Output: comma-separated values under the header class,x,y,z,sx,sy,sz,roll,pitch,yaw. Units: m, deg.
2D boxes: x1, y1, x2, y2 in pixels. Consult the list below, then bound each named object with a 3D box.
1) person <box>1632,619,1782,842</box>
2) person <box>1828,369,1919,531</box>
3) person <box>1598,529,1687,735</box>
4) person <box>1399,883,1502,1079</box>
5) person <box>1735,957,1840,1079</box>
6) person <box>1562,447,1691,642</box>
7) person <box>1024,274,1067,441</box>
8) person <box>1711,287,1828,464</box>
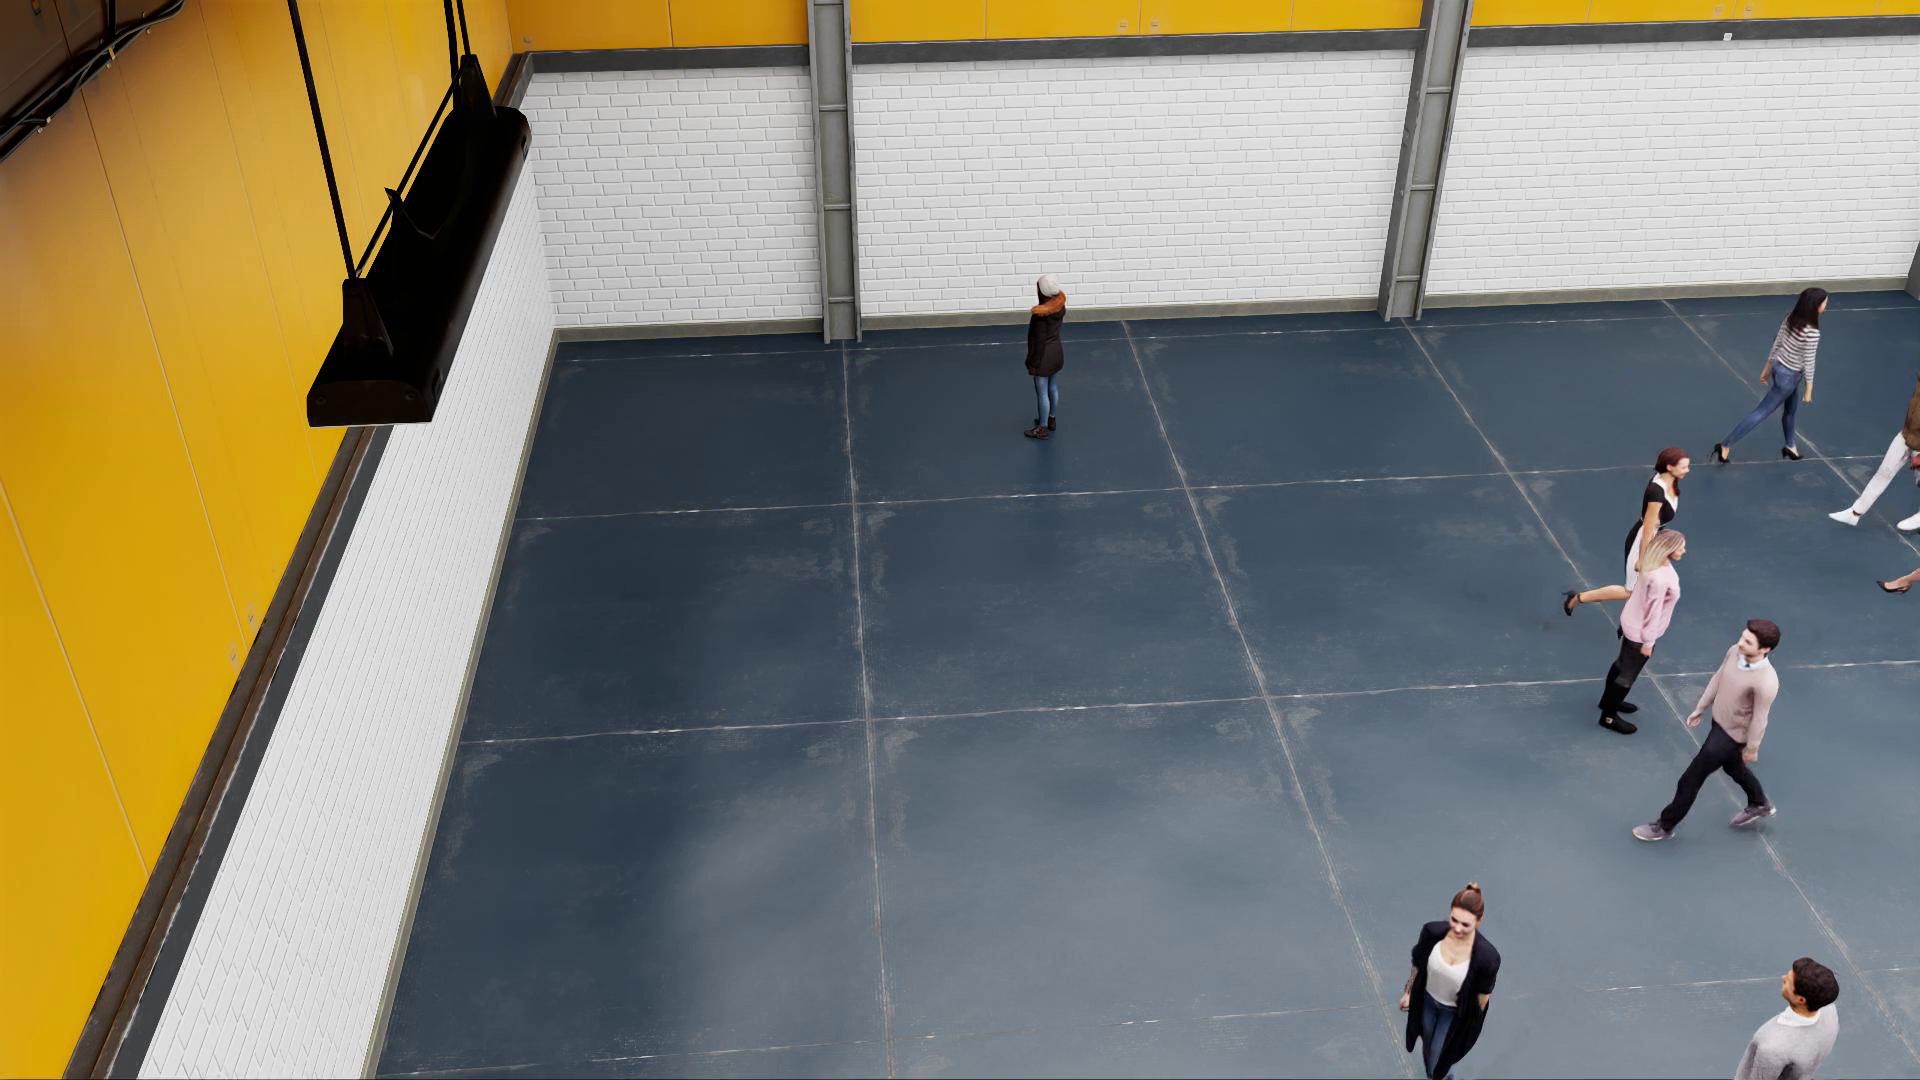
class,x,y,z,sx,sy,sz,roll,pitch,yaw
person,5.082,1.242,10.833,1.209,1.770,0.673,-1,34,-1
person,8.125,-0.824,13.928,1.110,1.783,0.745,-3,34,-5
person,4.836,0.620,11.847,0.661,1.684,0.670,9,35,14
person,2.693,2.481,9.056,0.833,1.672,0.779,-27,42,-35
person,4.094,2.851,8.268,1.246,1.929,1.185,-21,39,-29
person,5.090,0.053,12.615,1.024,1.777,0.894,17,37,24
person,0.794,-1.710,15.396,0.785,1.634,0.749,17,37,24
person,7.250,-1.390,14.814,1.120,1.746,0.614,-3,34,-5
